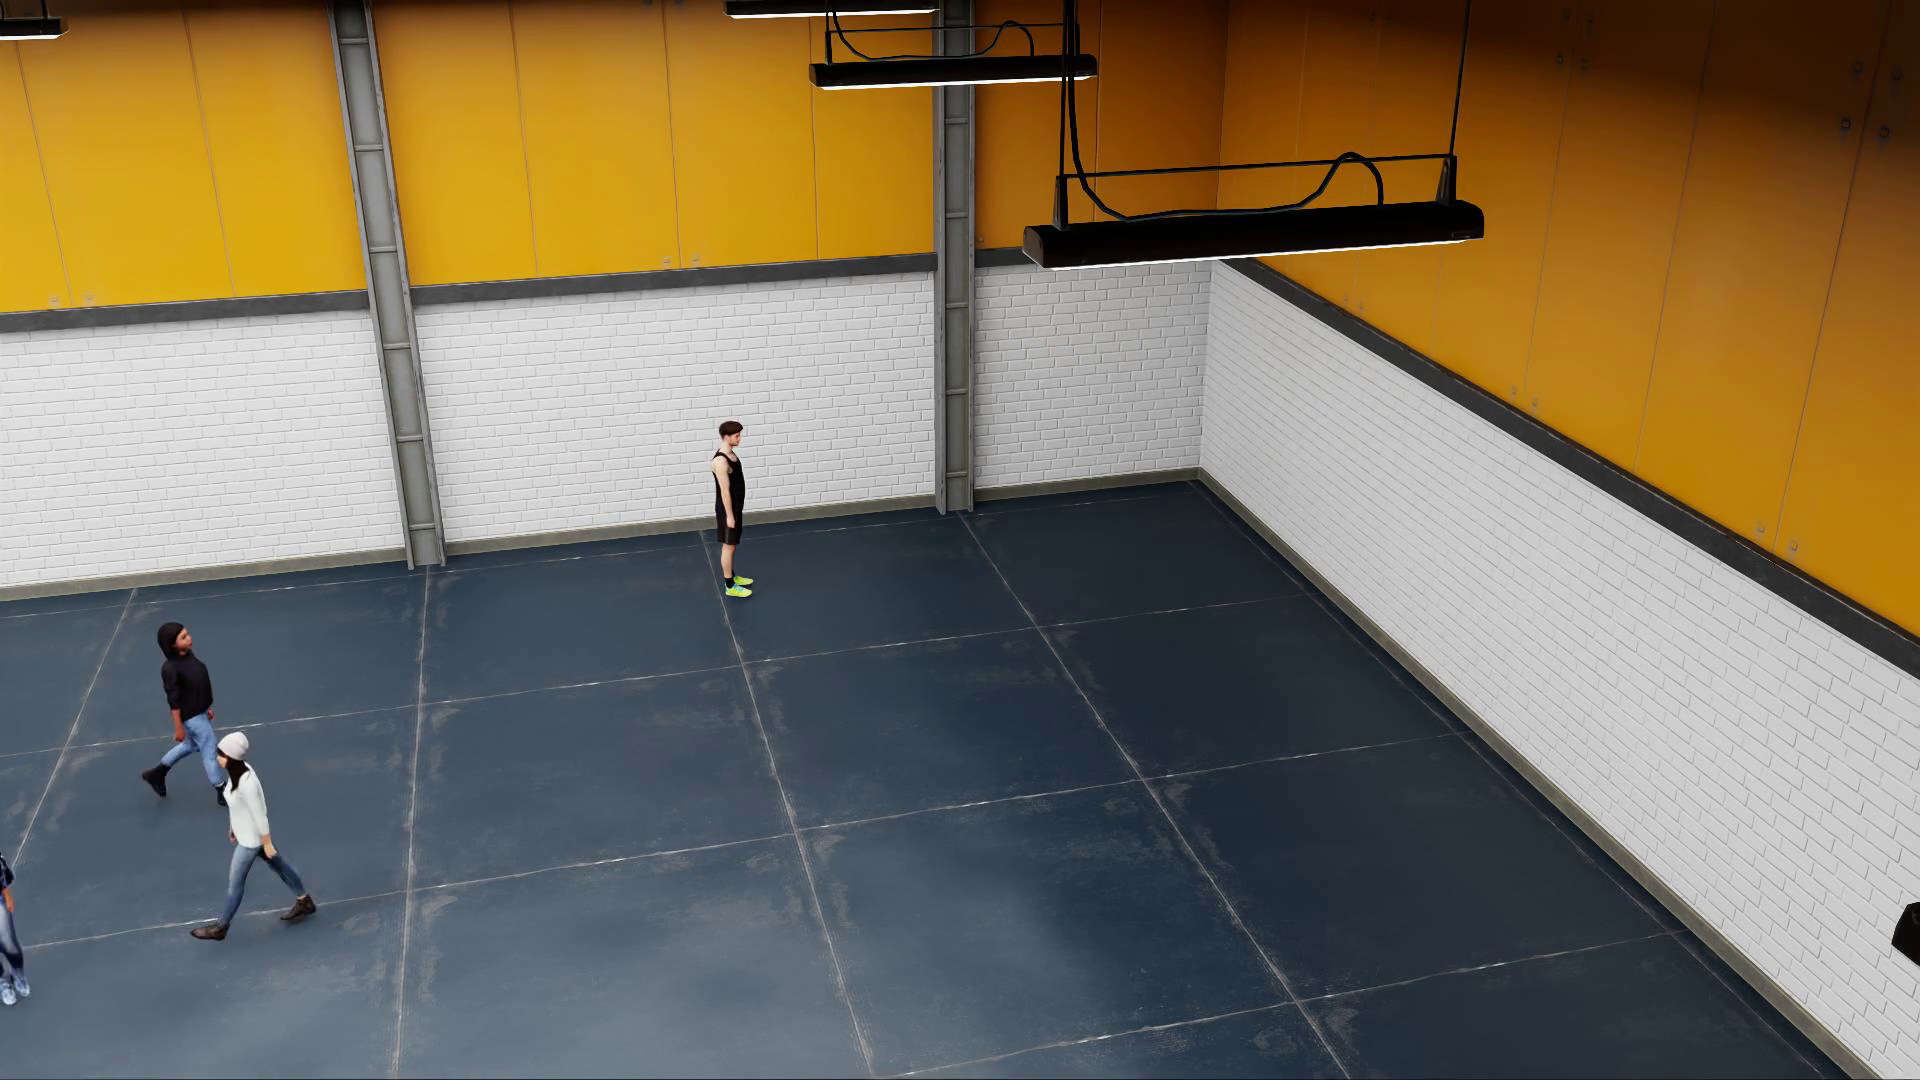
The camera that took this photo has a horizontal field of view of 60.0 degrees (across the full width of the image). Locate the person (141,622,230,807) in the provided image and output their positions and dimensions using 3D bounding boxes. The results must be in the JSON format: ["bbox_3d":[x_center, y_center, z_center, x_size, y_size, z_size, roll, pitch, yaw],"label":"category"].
[{"bbox_3d":[-6.308,1.435,13.491,1.103,1.675,0.676,-2,24,-4],"label":"person"}]

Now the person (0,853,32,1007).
[{"bbox_3d":[-6.645,2.454,11.244,0.662,1.607,0.779,-18,29,-35],"label":"person"}]

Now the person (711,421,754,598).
[{"bbox_3d":[-2.395,-0.343,17.288,0.659,1.891,0.731,-1,24,-2],"label":"person"}]

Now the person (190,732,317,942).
[{"bbox_3d":[-5.036,2.114,12.028,1.143,1.601,0.790,-13,27,-28],"label":"person"}]
